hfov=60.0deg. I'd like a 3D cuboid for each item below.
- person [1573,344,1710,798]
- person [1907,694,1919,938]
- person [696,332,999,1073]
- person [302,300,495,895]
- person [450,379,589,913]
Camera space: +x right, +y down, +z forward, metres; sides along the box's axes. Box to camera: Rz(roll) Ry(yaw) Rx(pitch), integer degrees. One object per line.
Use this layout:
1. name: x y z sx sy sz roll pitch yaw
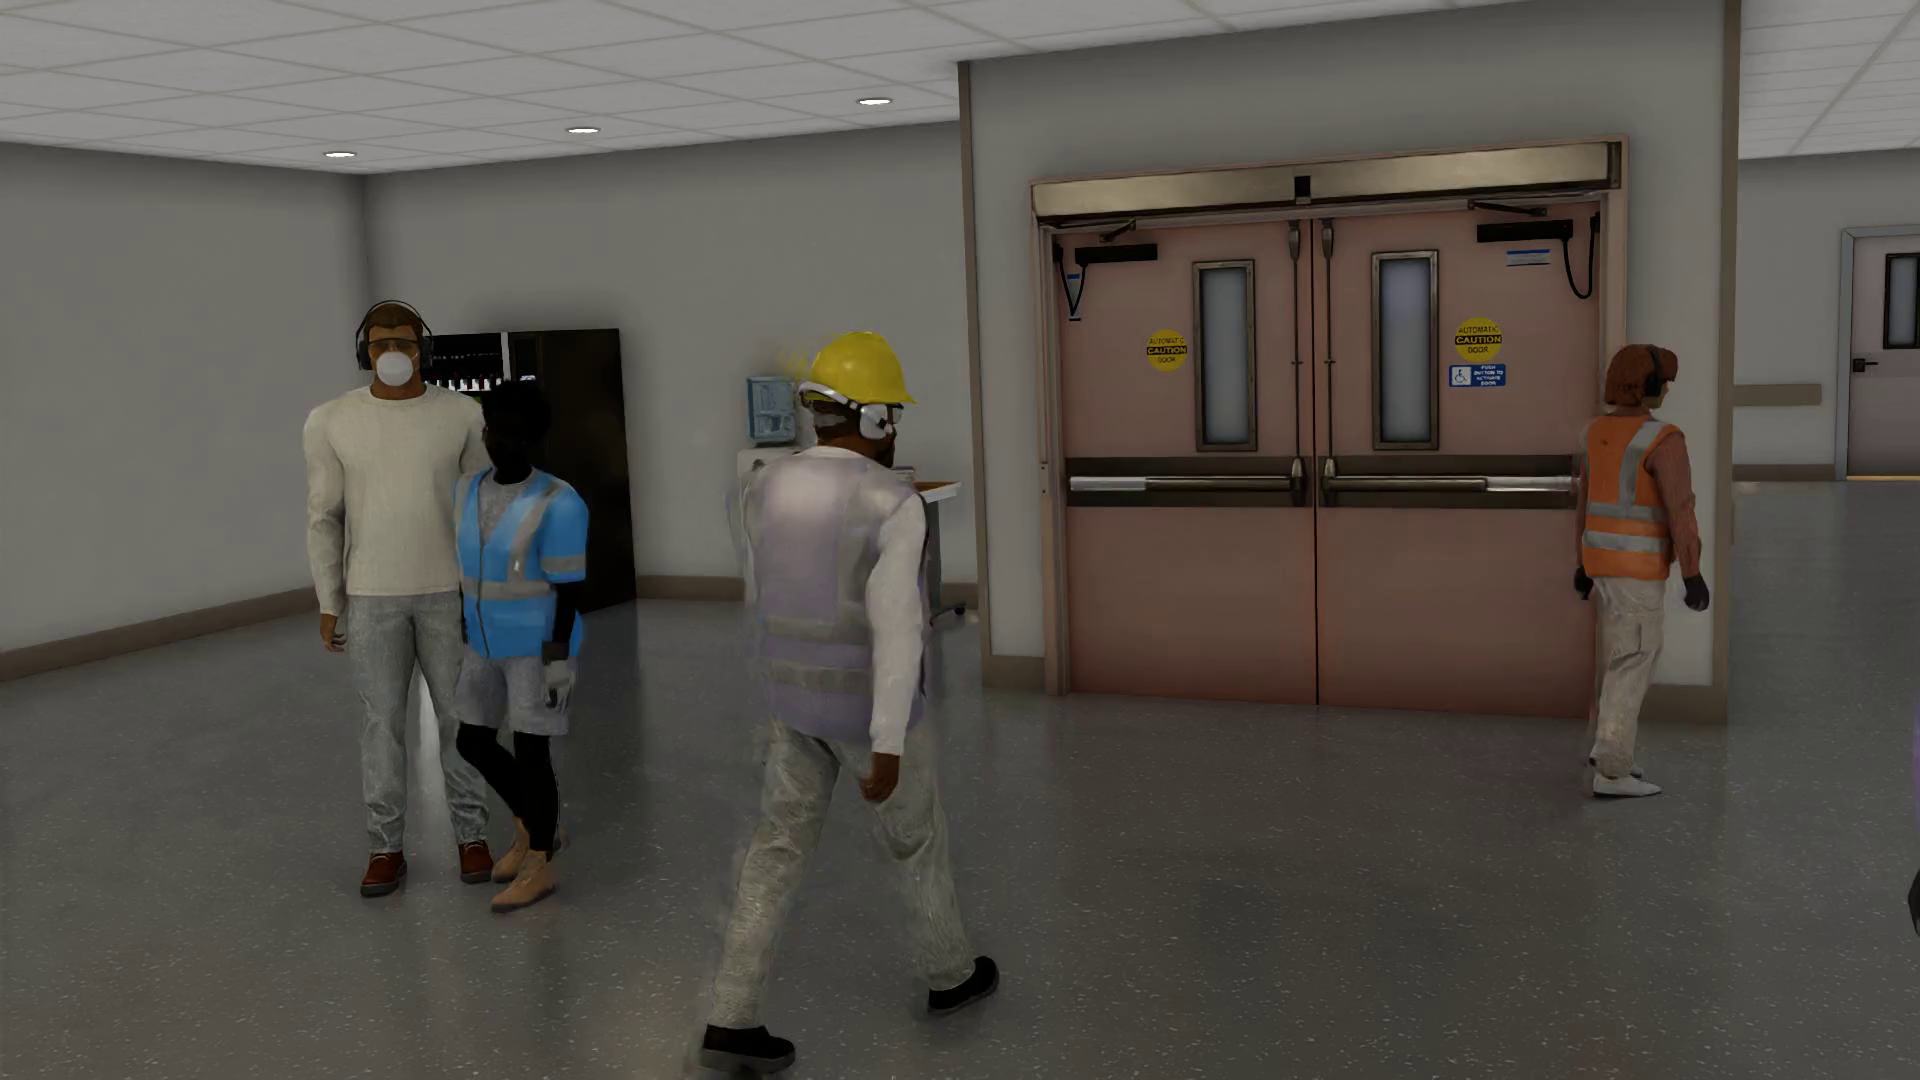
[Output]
1. person: 2.420 0.121 5.923 0.439 1.623 0.520 -3 7 -9
2. person: 1.743 0.460 2.415 0.655 1.906 0.407 1 8 22
3. person: -0.313 0.391 4.078 0.591 1.790 0.921 3 9 37
4. person: -1.808 0.186 5.496 0.632 1.940 0.372 -4 8 -16
5. person: -1.381 0.328 5.255 0.546 1.688 0.345 2 9 32
